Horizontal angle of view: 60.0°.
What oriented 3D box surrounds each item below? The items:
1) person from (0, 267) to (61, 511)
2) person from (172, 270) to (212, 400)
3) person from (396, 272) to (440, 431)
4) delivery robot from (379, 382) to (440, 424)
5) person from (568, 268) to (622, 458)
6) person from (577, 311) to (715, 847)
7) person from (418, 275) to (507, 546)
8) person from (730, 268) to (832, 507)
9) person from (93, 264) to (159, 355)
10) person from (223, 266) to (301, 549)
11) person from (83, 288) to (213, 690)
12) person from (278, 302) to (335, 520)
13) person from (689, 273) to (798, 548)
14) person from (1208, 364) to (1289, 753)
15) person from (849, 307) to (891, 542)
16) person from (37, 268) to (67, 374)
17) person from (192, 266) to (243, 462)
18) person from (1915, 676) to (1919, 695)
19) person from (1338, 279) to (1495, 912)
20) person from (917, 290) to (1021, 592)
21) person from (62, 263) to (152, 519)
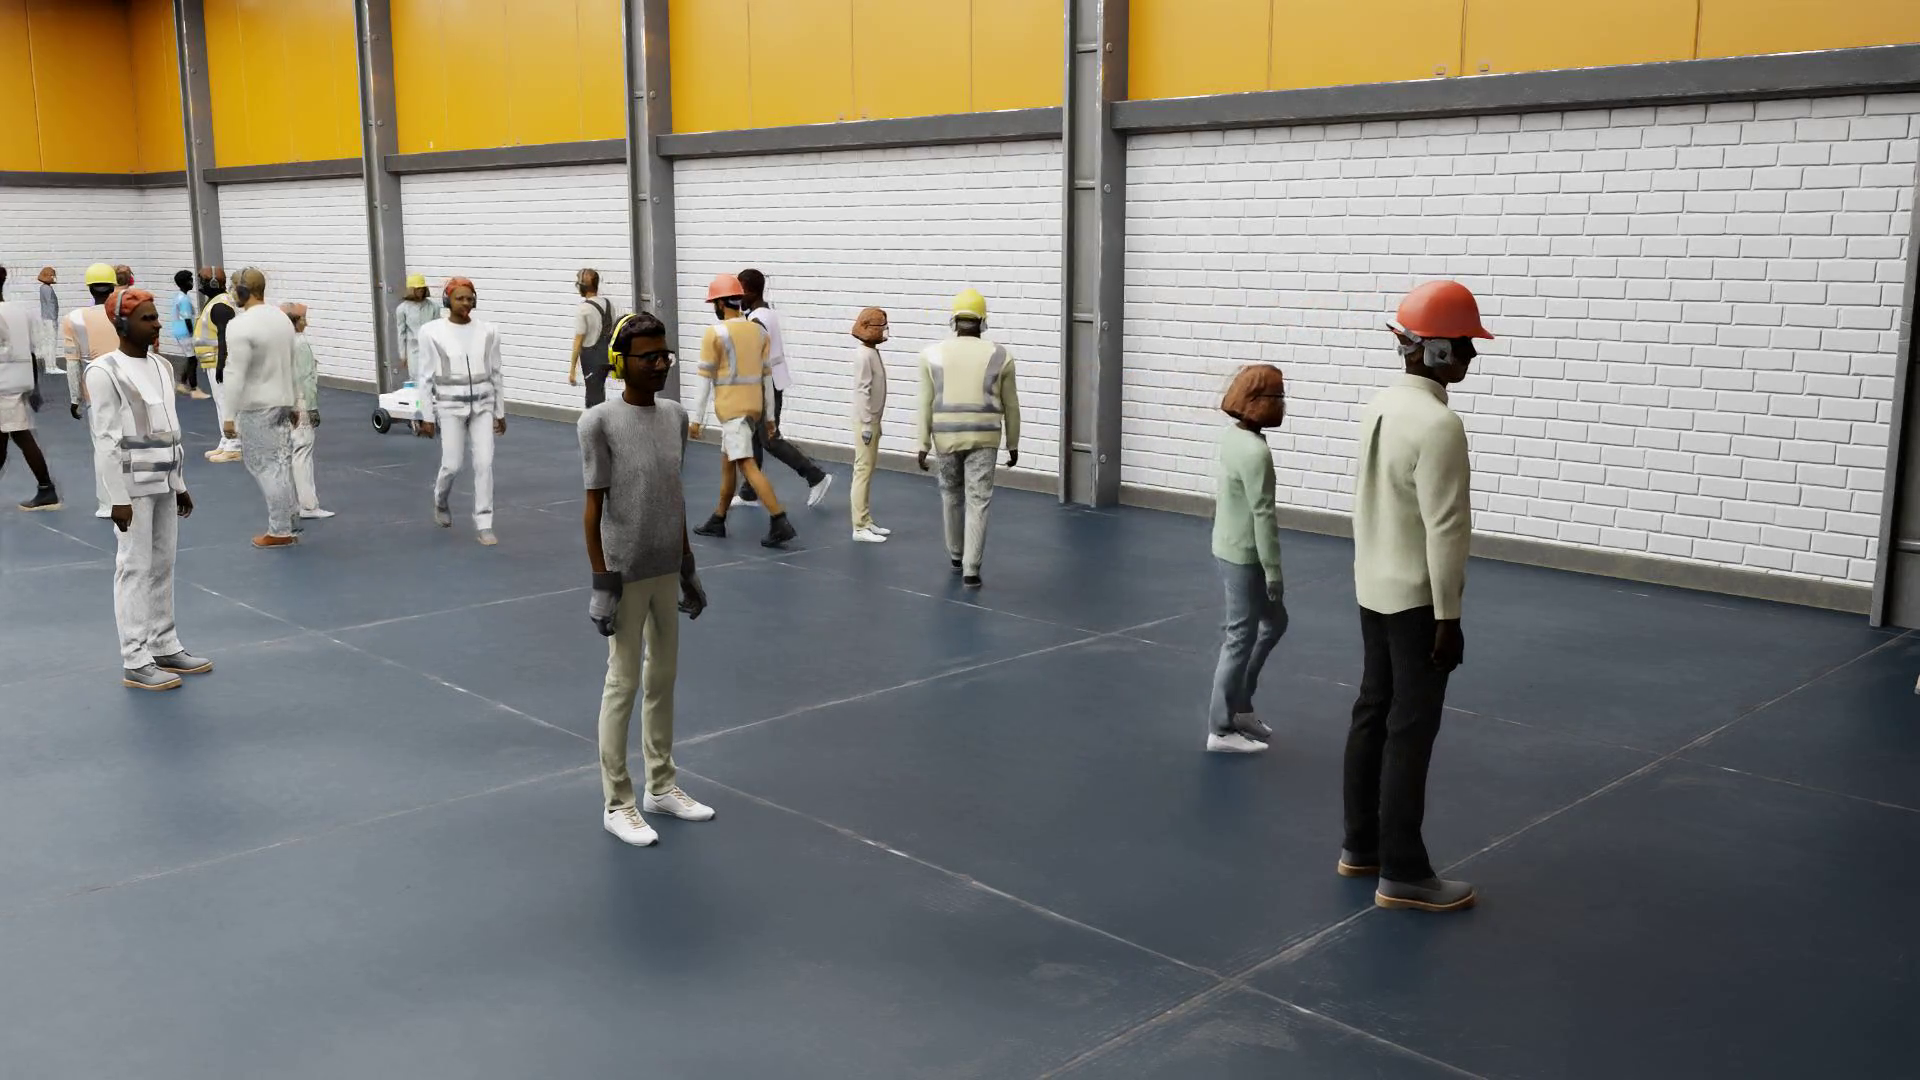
[{"bbox_3d":[-7.481,-1.173,12.840,0.964,1.916,0.626,0,10,-2],"label":"person"},{"bbox_3d":[-10.015,-2.660,21.608,0.384,1.688,0.570,-6,12,-31],"label":"person"},{"bbox_3d":[-5.932,-2.074,18.282,0.502,1.729,0.483,-8,13,-37],"label":"person"},{"bbox_3d":[-5.926,-1.463,17.921,0.707,0.478,0.477,7,13,35],"label":"delivery robot"},{"bbox_3d":[-3.486,-1.623,15.572,0.676,1.824,0.555,5,12,25],"label":"person"},{"bbox_3d":[-1.108,0.134,5.907,0.327,1.862,0.516,7,12,32],"label":"person"},{"bbox_3d":[-3.479,-0.906,11.591,0.583,1.866,0.666,-7,12,-33],"label":"person"},{"bbox_3d":[-1.449,-1.173,12.996,0.841,1.885,0.596,0,10,1],"label":"person"},{"bbox_3d":[-8.539,-1.908,17.110,0.562,1.825,0.705,-3,11,-15],"label":"person"},{"bbox_3d":[-4.756,-0.879,11.250,0.473,1.923,0.659,1,10,7],"label":"person"},{"bbox_3d":[-3.857,-0.242,7.893,0.355,1.885,0.575,1,10,4],"label":"person"},{"bbox_3d":[-5.010,-0.972,12.546,0.513,1.638,0.313,8,13,37],"label":"person"},{"bbox_3d":[-1.502,-0.890,11.475,1.011,1.884,0.569,8,13,36],"label":"person"},{"bbox_3d":[1.220,0.087,6.825,0.436,1.616,0.520,0,10,-1],"label":"person"},{"bbox_3d":[-0.630,-0.812,11.682,0.280,1.632,0.501,1,10,5],"label":"person"},{"bbox_3d":[-14.055,-3.388,25.729,0.269,1.632,0.509,-8,13,-39],"label":"person"},{"bbox_3d":[-7.018,-1.661,15.749,0.429,1.844,0.627,-6,12,-29],"label":"person"},{"bbox_3d":[4.596,-0.082,7.527,0.322,1.696,0.536,-1,10,-3],"label":"person"},{"bbox_3d":[1.461,0.174,5.321,0.396,1.992,0.622,-2,11,-9],"label":"person"},{"bbox_3d":[0.069,-0.627,10.235,0.618,1.789,0.886,1,10,8],"label":"person"},{"bbox_3d":[-6.409,-1.119,12.564,0.594,1.922,0.386,-7,12,-32],"label":"person"}]
